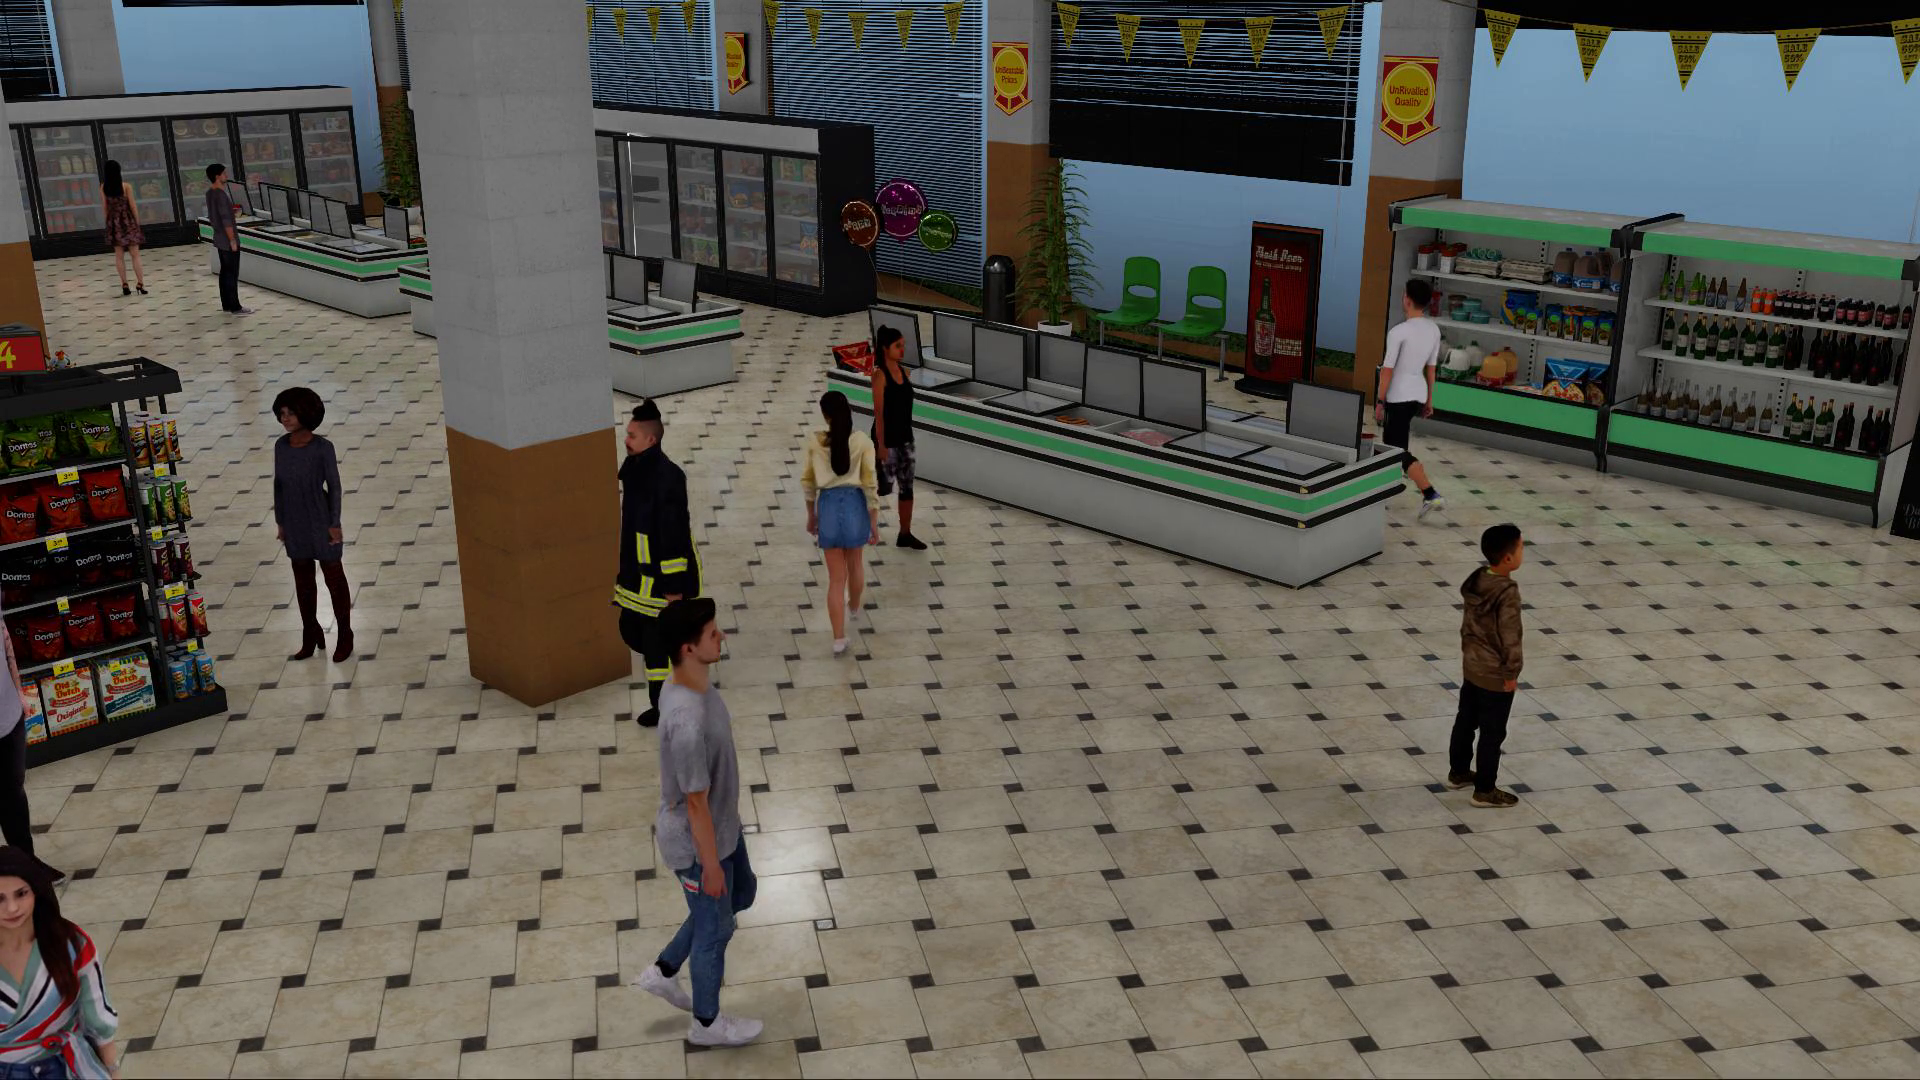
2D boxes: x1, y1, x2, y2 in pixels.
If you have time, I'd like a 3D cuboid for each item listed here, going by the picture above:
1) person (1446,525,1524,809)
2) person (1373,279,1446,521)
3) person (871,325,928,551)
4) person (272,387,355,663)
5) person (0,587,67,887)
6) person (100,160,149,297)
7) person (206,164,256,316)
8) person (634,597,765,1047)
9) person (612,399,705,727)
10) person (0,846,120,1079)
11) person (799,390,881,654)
[{"bbox_3d":[2.671,0.624,8.415,0.729,1.455,0.639,-5,19,-16],"label":"person"},{"bbox_3d":[3.488,-1.061,12.836,0.851,1.823,1.218,-12,22,-31],"label":"person"},{"bbox_3d":[-0.557,-0.739,12.161,0.970,1.644,0.685,12,22,32],"label":"person"},{"bbox_3d":[-3.952,-0.094,10.145,0.621,1.711,0.726,4,19,13],"label":"person"},{"bbox_3d":[-4.421,0.757,7.421,0.681,1.838,0.726,10,21,28],"label":"person"},{"bbox_3d":[-11.079,-4.127,22.009,0.803,1.772,0.849,-3,19,-9],"label":"person"},{"bbox_3d":[-9.197,-3.766,20.810,0.736,1.853,0.480,-16,24,-40],"label":"person"},{"bbox_3d":[-1.064,1.098,6.344,0.940,1.880,0.875,-2,19,-6],"label":"person"},{"bbox_3d":[-1.611,0.119,9.308,0.903,1.842,0.858,-13,22,-33],"label":"person"},{"bbox_3d":[-2.812,1.661,5.100,0.681,1.608,0.671,-10,21,-26],"label":"person"},{"bbox_3d":[-0.730,-0.081,10.307,1.077,1.582,1.150,1,19,3],"label":"person"}]
